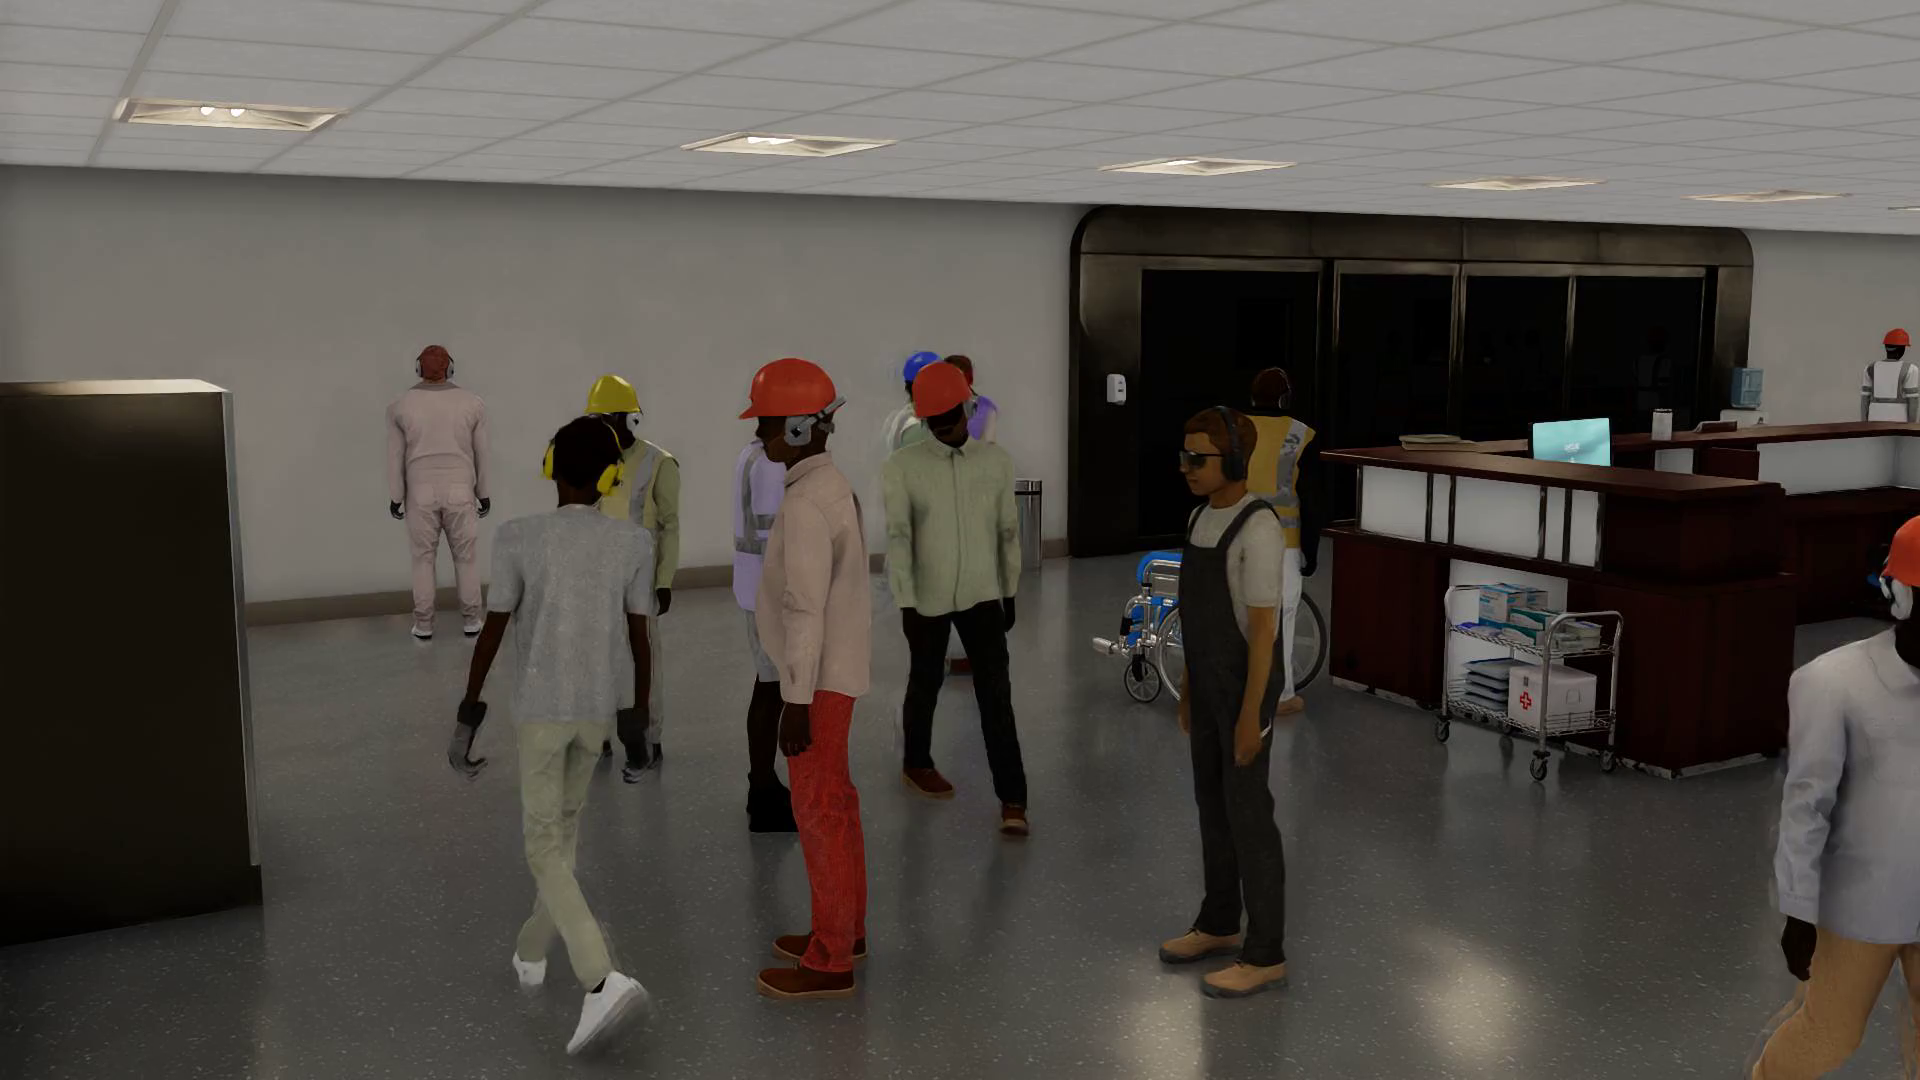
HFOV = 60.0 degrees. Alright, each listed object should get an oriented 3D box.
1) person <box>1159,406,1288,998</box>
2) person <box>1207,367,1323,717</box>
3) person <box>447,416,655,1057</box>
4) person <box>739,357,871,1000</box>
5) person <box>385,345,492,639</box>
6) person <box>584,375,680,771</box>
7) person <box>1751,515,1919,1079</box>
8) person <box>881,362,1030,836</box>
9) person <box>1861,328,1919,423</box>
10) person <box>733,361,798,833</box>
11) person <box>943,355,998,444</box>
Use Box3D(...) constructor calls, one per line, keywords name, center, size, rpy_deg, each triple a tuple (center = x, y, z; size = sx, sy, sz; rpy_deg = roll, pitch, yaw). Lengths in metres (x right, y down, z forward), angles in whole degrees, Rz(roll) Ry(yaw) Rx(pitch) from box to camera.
Box3D(name="person", center=(0.837, 0.497, 5.234), size=(0.345, 1.838, 0.502), rpy_deg=(-3, 8, -19))
Box3D(name="person", center=(1.602, 0.011, 8.765), size=(0.633, 1.835, 0.429), rpy_deg=(5, 9, 30))
Box3D(name="person", center=(-1.171, 0.541, 4.960), size=(0.608, 1.818, 0.894), rpy_deg=(-5, 9, -33))
Box3D(name="person", center=(-0.476, 0.428, 5.197), size=(0.402, 1.987, 0.608), rpy_deg=(0, 8, -1))
Box3D(name="person", center=(-3.381, -0.312, 10.817), size=(0.653, 1.906, 0.408), rpy_deg=(-3, 8, -21))
Box3D(name="person", center=(-1.592, 0.154, 7.711), size=(0.590, 1.833, 0.404), rpy_deg=(2, 8, 15))
Box3D(name="person", center=(2.074, 0.761, 3.744), size=(0.559, 1.723, 0.801), rpy_deg=(0, 8, 1))
Box3D(name="person", center=(-0.024, 0.231, 6.932), size=(0.622, 1.935, 0.979), rpy_deg=(-2, 8, -17))
Box3D(name="person", center=(9.766, -1.246, 17.471), size=(0.357, 1.936, 0.551), rpy_deg=(-7, 10, -40))
Box3D(name="person", center=(-0.741, 0.229, 6.844), size=(0.378, 1.931, 0.546), rpy_deg=(-2, 8, -11))
Box3D(name="person", center=(0.023, -0.395, 11.741), size=(0.579, 1.826, 0.628), rpy_deg=(5, 9, 34))
